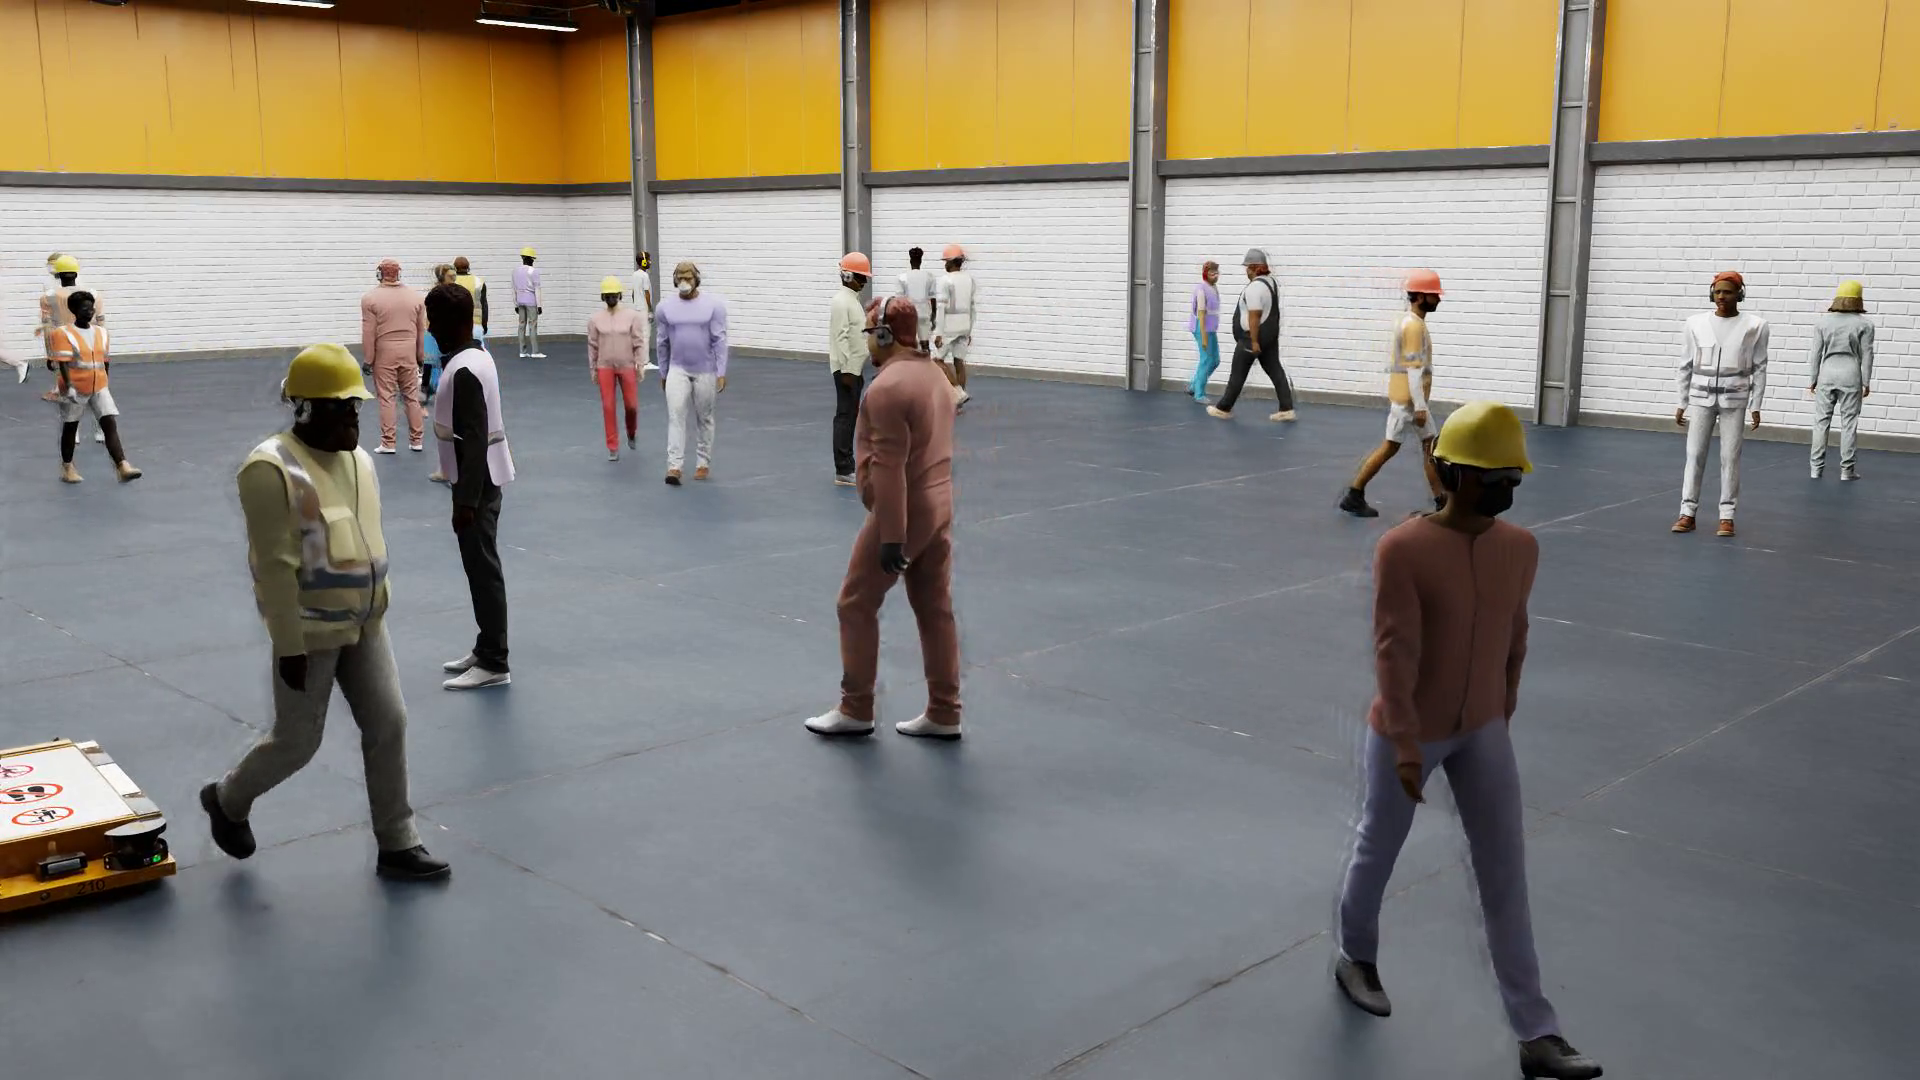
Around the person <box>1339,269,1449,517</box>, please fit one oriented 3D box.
[{"bbox_3d":[3.360,-1.085,12.492,0.999,1.891,0.565,3,11,17],"label":"person"}]

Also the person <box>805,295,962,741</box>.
[{"bbox_3d":[-0.326,-0.084,7.028,0.789,1.874,0.676,5,11,24],"label":"person"}]

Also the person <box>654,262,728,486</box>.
[{"bbox_3d":[-2.306,-1.408,14.220,0.635,1.901,0.950,0,10,-2],"label":"person"}]

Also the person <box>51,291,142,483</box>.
[{"bbox_3d":[-7.435,-1.287,14.210,0.877,1.653,0.551,6,12,30],"label":"person"}]

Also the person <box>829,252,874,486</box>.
[{"bbox_3d":[-0.928,-1.464,14.276,0.392,1.986,0.609,1,10,5],"label":"person"}]

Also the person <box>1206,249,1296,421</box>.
[{"bbox_3d":[3.419,-2.391,19.184,1.066,2.000,0.687,8,13,37],"label":"person"}]

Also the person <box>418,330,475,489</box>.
[{"bbox_3d":[-4.388,-1.265,14.008,0.683,1.671,0.552,4,11,21],"label":"person"}]

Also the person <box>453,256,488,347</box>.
[{"bbox_3d":[-6.826,-2.982,22.949,0.627,1.845,0.429,-4,11,-22],"label":"person"}]

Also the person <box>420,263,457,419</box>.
[{"bbox_3d":[-5.889,-2.220,18.853,0.603,1.831,0.519,2,11,10],"label":"person"}]

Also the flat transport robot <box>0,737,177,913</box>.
[{"bbox_3d":[-3.260,0.952,5.783,0.652,0.197,1.431,-8,13,-38],"label":"flat transport robot"}]

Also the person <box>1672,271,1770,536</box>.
[{"bbox_3d":[5.409,-0.967,11.850,0.576,1.881,0.352,7,12,33],"label":"person"}]

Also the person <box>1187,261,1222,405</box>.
[{"bbox_3d":[3.068,-2.600,20.962,0.482,1.807,0.638,5,12,26],"label":"person"}]

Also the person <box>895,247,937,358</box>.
[{"bbox_3d":[-0.628,-3.183,23.701,0.616,1.964,0.361,-2,11,-10],"label":"person"}]

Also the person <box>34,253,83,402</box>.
[{"bbox_3d":[-11.668,-2.751,21.555,0.644,1.925,0.696,6,12,28],"label":"person"}]

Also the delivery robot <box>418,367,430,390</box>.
[{"bbox_3d":[-6.784,-2.064,21.200,0.707,0.478,0.477,-2,11,-13],"label":"delivery robot"}]

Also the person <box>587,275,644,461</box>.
[{"bbox_3d":[-3.275,-1.642,15.863,0.538,1.753,0.513,-1,10,-7],"label":"person"}]

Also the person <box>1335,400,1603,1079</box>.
[{"bbox_3d":[1.283,0.505,4.287,0.536,1.720,0.927,-3,11,-17],"label":"person"}]

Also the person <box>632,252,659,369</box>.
[{"bbox_3d":[-5.033,-3.650,26.541,0.316,1.860,0.532,-8,13,-36],"label":"person"}]

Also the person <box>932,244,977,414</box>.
[{"bbox_3d":[-0.076,-2.500,19.801,0.642,2.030,0.438,-10,14,-43],"label":"person"}]

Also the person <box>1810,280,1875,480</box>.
[{"bbox_3d":[7.727,-1.399,14.586,0.492,1.742,0.320,9,13,39],"label":"person"}]

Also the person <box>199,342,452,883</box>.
[{"bbox_3d":[-2.133,0.248,5.447,0.806,1.799,0.581,4,11,21],"label":"person"}]

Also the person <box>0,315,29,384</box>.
[{"bbox_3d":[-13.490,-3.051,23.199,0.671,1.883,0.652,-6,12,-31],"label":"person"}]

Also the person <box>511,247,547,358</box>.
[{"bbox_3d":[-7.519,-4.122,28.957,0.589,1.917,0.392,5,11,25],"label":"person"}]

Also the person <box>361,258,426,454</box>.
[{"bbox_3d":[-5.554,-1.795,16.299,0.655,1.906,0.407,-10,14,-42],"label":"person"}]

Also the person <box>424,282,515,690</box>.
[{"bbox_3d":[-2.306,-0.253,7.877,0.391,1.913,0.587,-3,11,-14],"label":"person"}]

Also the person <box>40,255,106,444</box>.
[{"bbox_3d":[-9.056,-1.942,17.036,0.588,1.930,0.359,-8,13,-38],"label":"person"}]
